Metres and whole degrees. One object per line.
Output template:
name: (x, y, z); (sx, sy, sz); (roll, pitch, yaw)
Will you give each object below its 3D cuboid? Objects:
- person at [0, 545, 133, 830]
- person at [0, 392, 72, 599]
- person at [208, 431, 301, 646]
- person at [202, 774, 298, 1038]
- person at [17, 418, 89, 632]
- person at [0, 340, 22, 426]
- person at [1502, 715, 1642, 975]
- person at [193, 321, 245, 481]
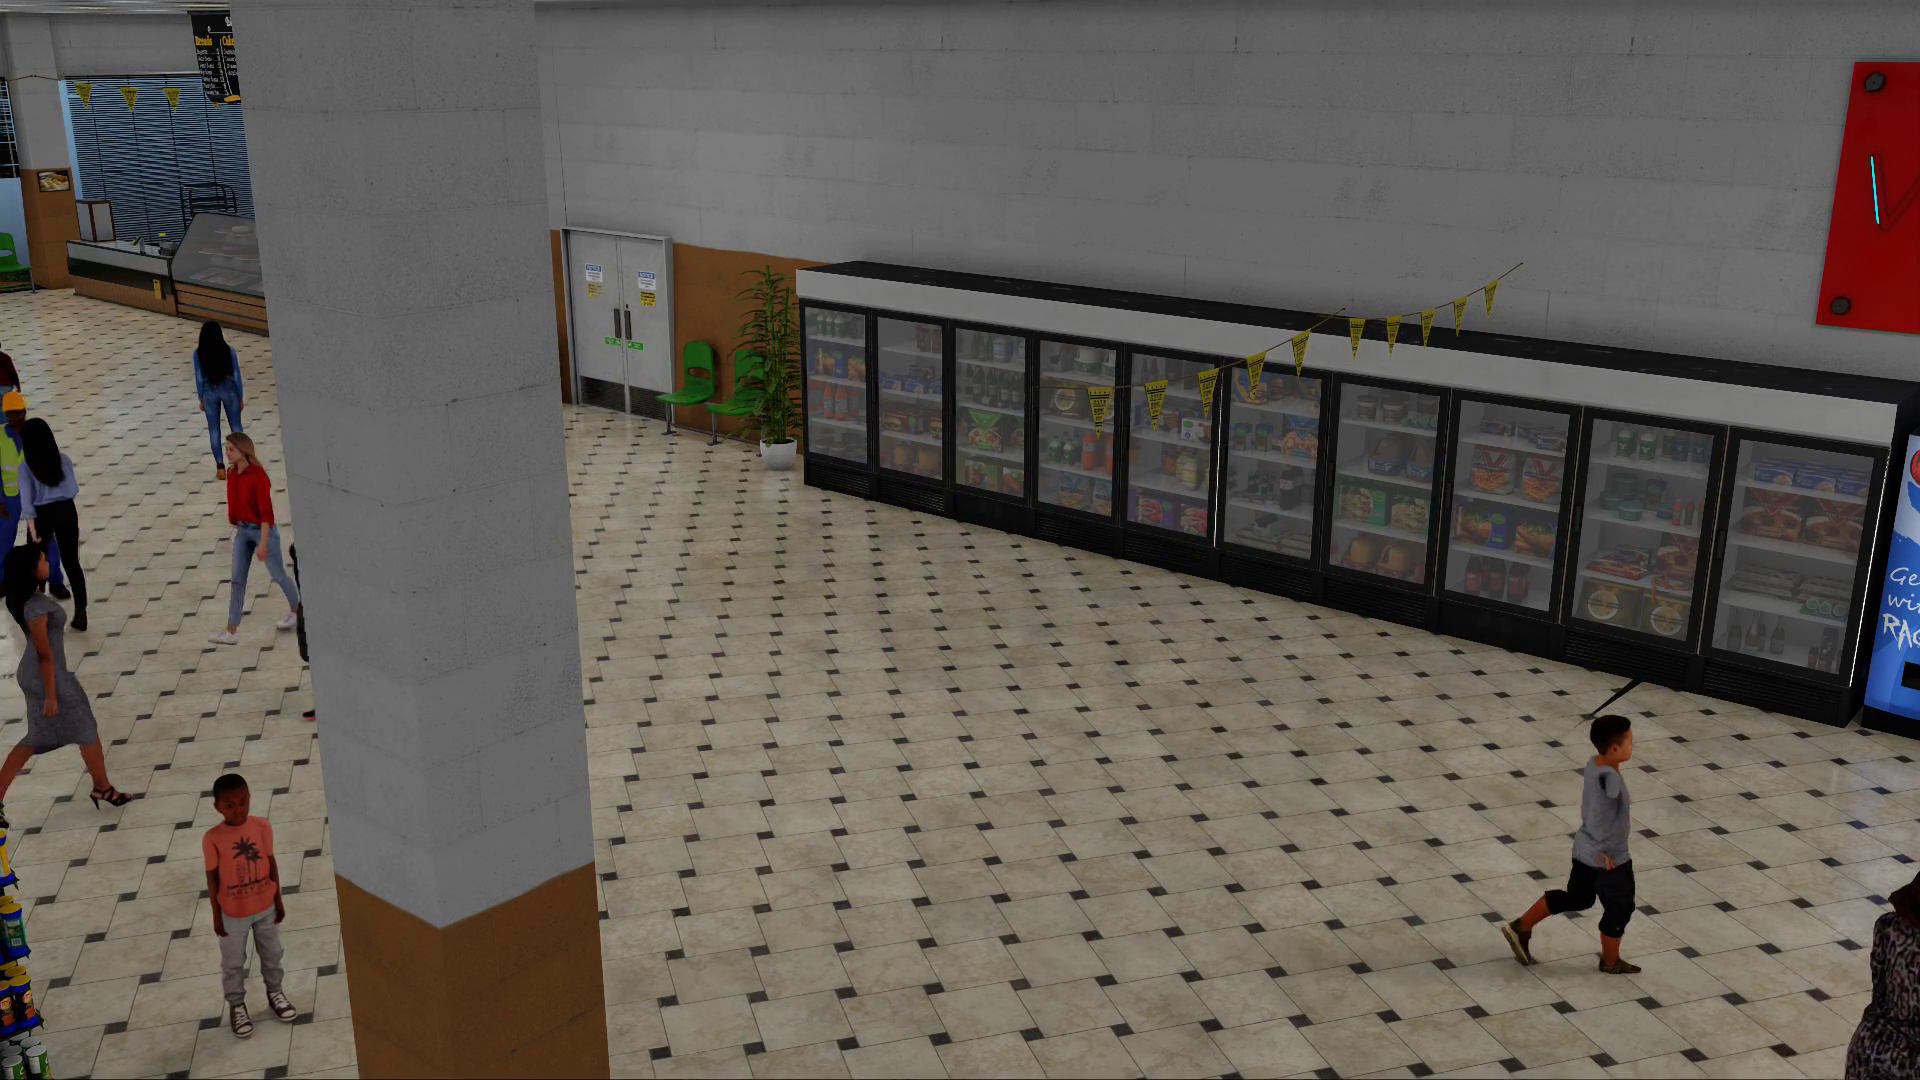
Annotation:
person: (-5.520, 0.907, 9.872); (0.562, 1.746, 1.055); (13, 21, 37)
person: (-7.857, -0.372, 13.996); (0.892, 1.797, 1.052); (-8, 19, -26)
person: (-5.461, -0.020, 13.083); (0.829, 1.652, 1.173); (8, 19, 24)
person: (-3.416, 1.720, 7.947); (0.468, 1.308, 0.575); (-11, 20, -33)
person: (-7.152, -0.101, 13.226); (0.778, 1.724, 0.842); (11, 20, 33)
person: (-11.414, -1.820, 19.740); (0.850, 1.229, 0.910); (-1, 17, -5)
person: (3.176, 1.515, 8.401); (0.989, 1.437, 0.978); (0, 17, 1)
person: (-7.950, -1.510, 17.889); (0.620, 1.712, 0.737); (-6, 18, -20)
